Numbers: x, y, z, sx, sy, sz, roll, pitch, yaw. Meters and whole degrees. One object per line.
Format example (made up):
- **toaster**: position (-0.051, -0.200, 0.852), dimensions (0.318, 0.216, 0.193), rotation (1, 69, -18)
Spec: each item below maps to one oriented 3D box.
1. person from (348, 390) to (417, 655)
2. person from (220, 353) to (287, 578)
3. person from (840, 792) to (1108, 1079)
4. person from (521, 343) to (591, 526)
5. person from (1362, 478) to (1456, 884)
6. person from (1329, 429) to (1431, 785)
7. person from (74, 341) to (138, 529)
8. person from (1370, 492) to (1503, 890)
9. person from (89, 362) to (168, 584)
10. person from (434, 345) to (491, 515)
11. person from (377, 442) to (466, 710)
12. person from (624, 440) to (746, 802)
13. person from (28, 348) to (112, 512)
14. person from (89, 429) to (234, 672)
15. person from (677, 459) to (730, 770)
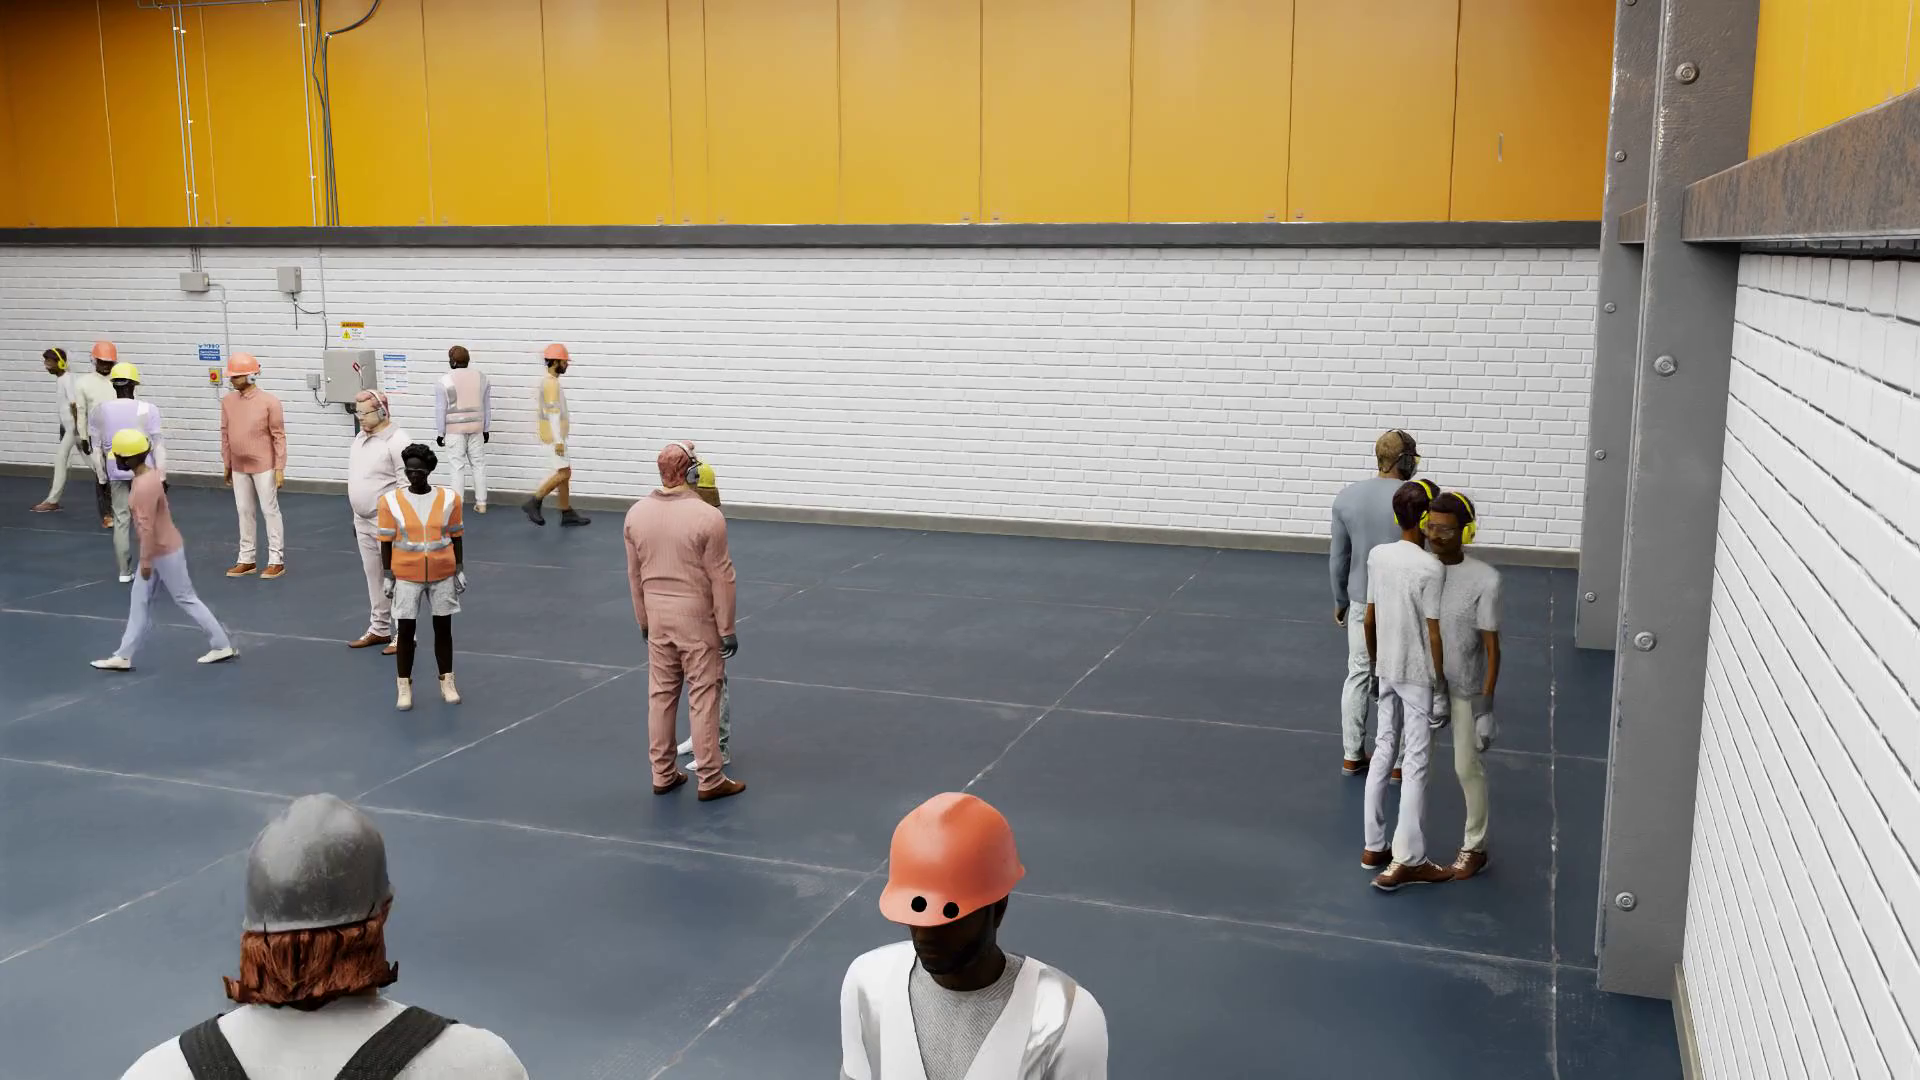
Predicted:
- **person**: position (-4.171, -0.131, 11.954), dimensions (0.639, 1.903, 0.409), rotation (7, 12, 35)
- **person**: position (-6.217, -0.648, 14.616), dimensions (0.611, 1.990, 0.392), rotation (3, 10, 15)
- **person**: position (0.000, 1.409, 3.178), dimensions (0.552, 1.935, 0.373), rotation (4, 11, 21)
- **person**: position (-4.187, -1.070, 17.165), dimensions (0.625, 1.922, 0.599), rotation (-2, 10, -13)
- **person**: position (2.077, 0.646, 7.666), dimensions (0.329, 1.872, 0.509), rotation (-5, 11, -28)
- **person**: position (2.320, 0.362, 9.075), dimensions (0.635, 1.935, 0.349), rotation (8, 13, 38)
- **person**: position (-8.967, -1.137, 17.552), dimensions (0.606, 1.942, 1.013), rotation (-6, 12, -32)
- **person**: position (2.199, 0.689, 7.521), dimensions (0.623, 1.859, 0.561), rotation (-9, 13, -41)
- **person**: position (-7.166, -0.573, 14.393), dimensions (0.585, 1.918, 0.377), rotation (-2, 10, -8)
- **person**: position (-5.397, -1.186, 18.053), dimensions (0.625, 1.847, 0.429), rotation (-8, 13, -40)
- **person**: position (-3.391, 0.223, 10.521), dimensions (0.537, 1.698, 0.320), rotation (-5, 11, -25)
- **person**: position (-1.439, 0.426, 8.787), dimensions (0.643, 1.913, 0.411), rotation (5, 11, 26)
- **person**: position (-9.784, -1.213, 18.351), dimensions (0.970, 1.813, 0.543), rotation (-5, 11, -26)
- **person**: position (-5.505, 0.066, 11.408), dimensions (0.904, 1.694, 0.575), rotation (-6, 12, -29)
- **person**: position (-1.476, 0.410, 9.343), dimensions (0.288, 1.746, 0.487), rotation (-5, 11, -26)
